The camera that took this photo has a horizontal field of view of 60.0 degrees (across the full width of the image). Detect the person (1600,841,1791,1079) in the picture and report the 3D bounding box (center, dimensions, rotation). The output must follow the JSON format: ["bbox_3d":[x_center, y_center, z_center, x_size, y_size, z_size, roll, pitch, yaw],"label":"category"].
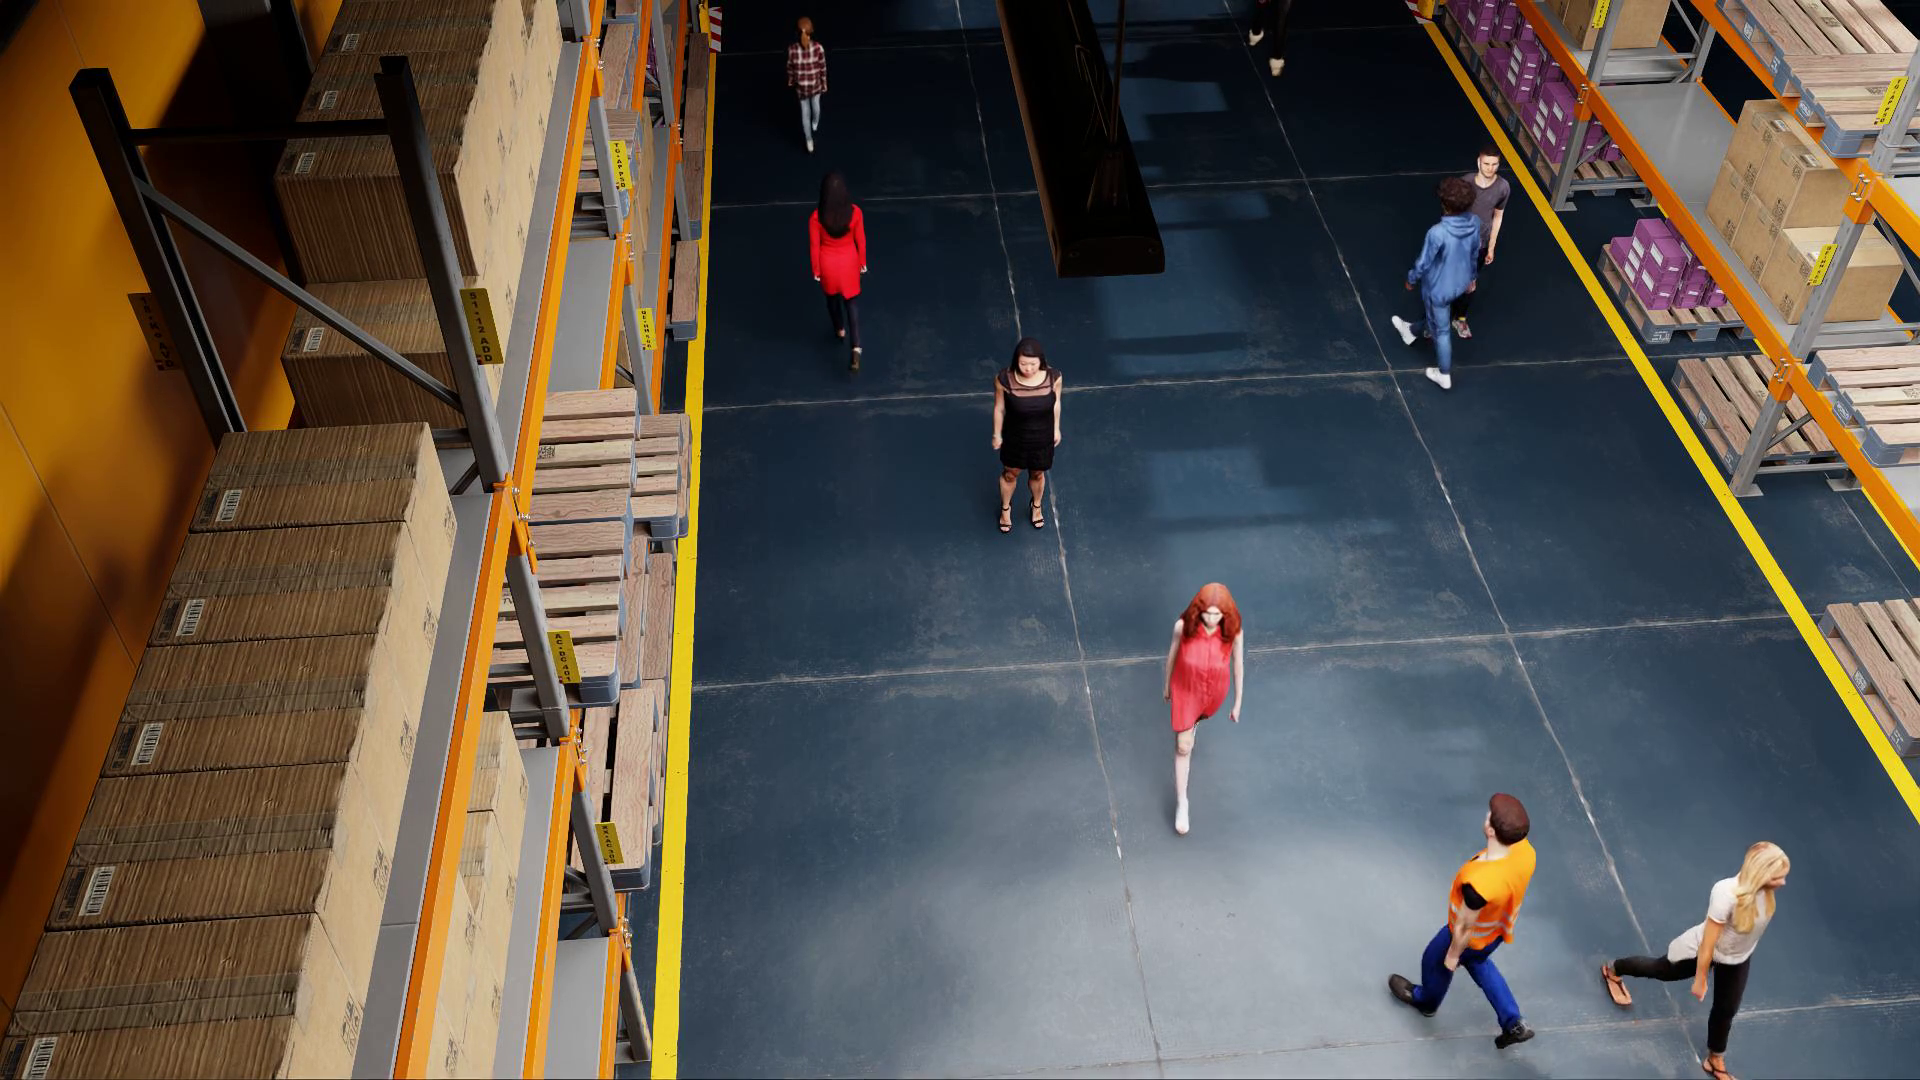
[{"bbox_3d":[3.883,2.111,8.807,0.985,1.779,1.276,-22,48,-22],"label":"person"}]

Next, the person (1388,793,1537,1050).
[{"bbox_3d":[2.812,2.082,8.777,1.049,1.861,1.168,-33,53,-30],"label":"person"}]

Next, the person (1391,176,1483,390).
[{"bbox_3d":[3.872,-1.973,13.101,0.990,1.768,1.208,-20,47,-20],"label":"person"}]

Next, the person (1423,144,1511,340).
[{"bbox_3d":[4.149,-2.437,13.590,0.635,1.764,0.552,-1,44,-1],"label":"person"}]

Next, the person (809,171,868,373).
[{"bbox_3d":[-0.950,-2.112,13.278,0.681,1.725,1.037,-8,44,-9],"label":"person"}]

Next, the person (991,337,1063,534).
[{"bbox_3d":[0.470,-0.744,11.847,0.658,1.718,0.586,-5,44,-5],"label":"person"}]

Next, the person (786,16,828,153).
[{"bbox_3d":[-1.459,-4.355,15.959,0.540,1.274,0.893,-5,44,-5],"label":"person"}]

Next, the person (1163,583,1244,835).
[{"bbox_3d":[1.461,0.868,10.107,0.724,1.784,1.149,3,44,3],"label":"person"}]

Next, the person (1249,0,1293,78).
[{"bbox_3d":[3.284,-5.710,17.117,0.861,1.639,1.202,7,44,7],"label":"person"}]
